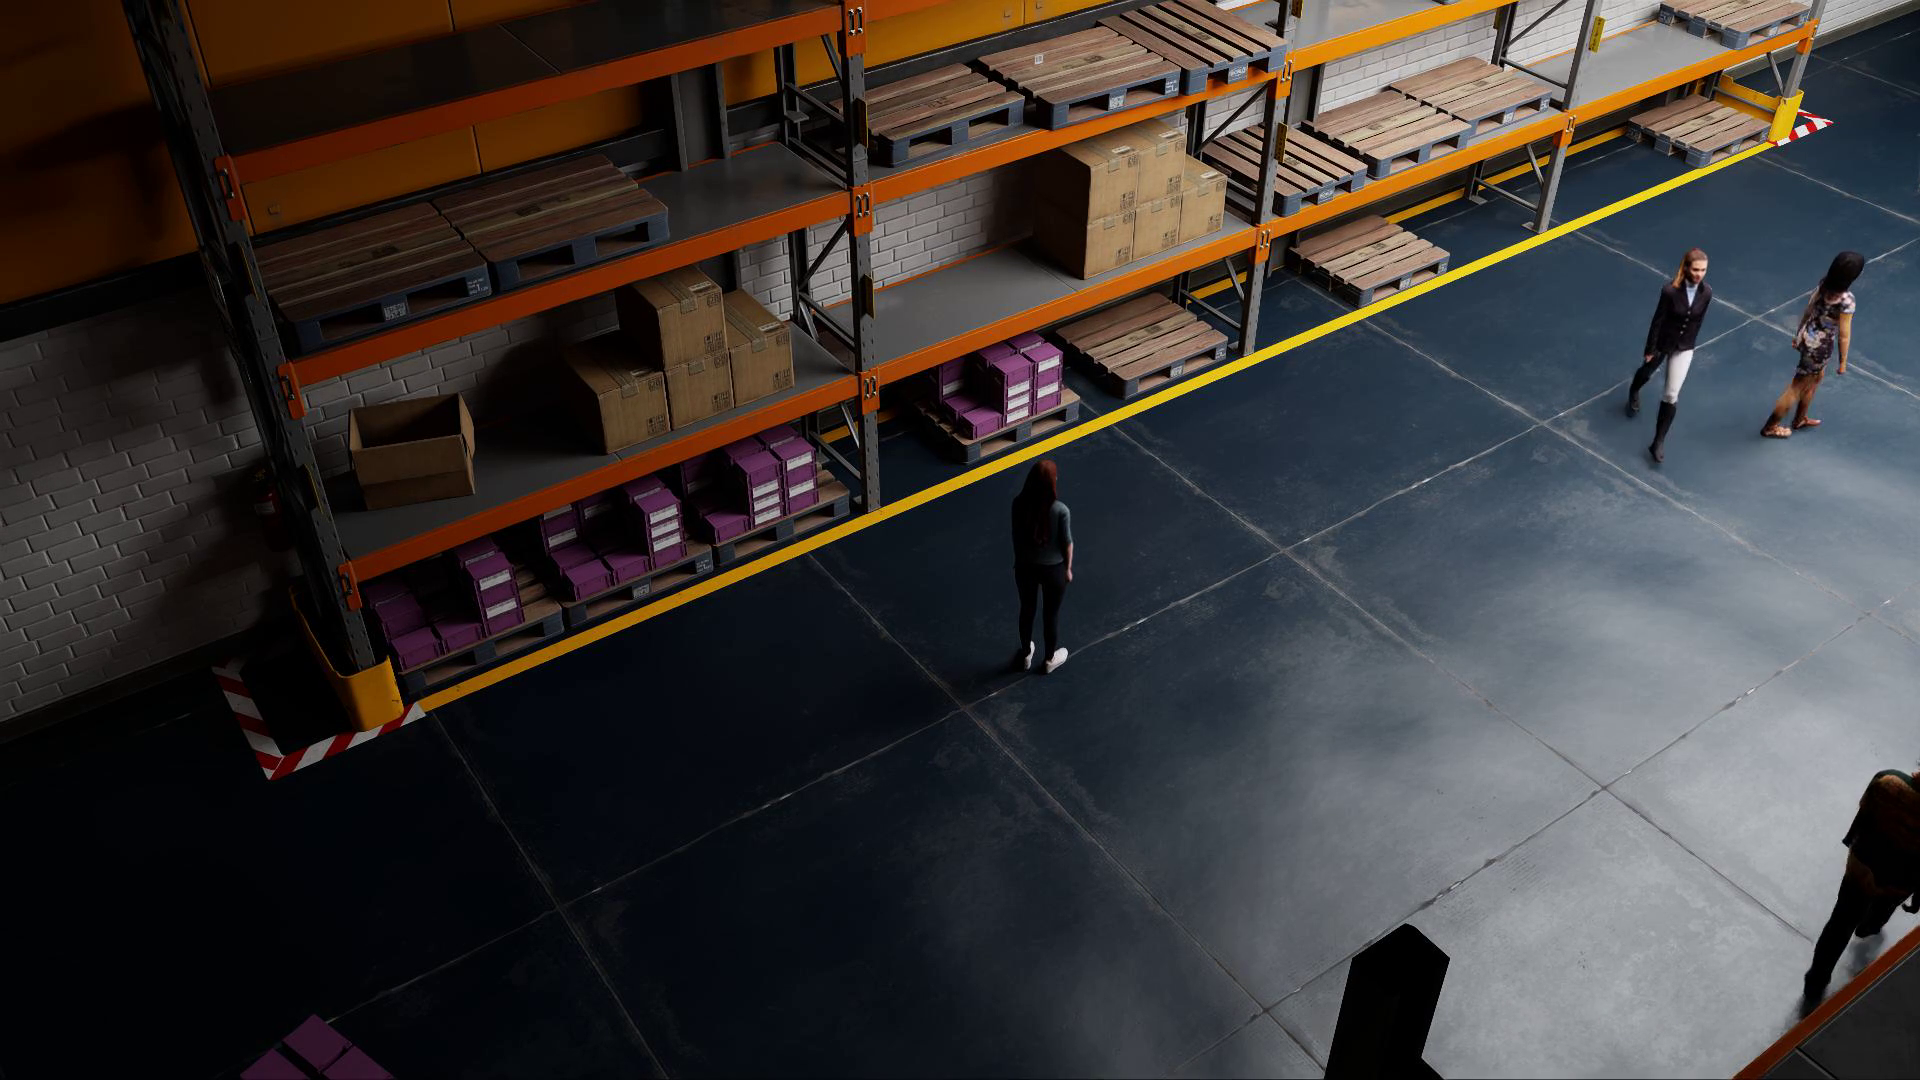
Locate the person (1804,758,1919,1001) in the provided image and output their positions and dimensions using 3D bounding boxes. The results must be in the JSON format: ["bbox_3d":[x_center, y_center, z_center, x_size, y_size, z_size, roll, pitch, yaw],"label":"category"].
[{"bbox_3d":[5.053,1.850,9.149,1.243,1.756,0.827,-31,48,-33],"label":"person"}]

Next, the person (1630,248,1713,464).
[{"bbox_3d":[5.727,-1.587,13.514,1.155,1.681,1.183,4,39,5],"label":"person"}]

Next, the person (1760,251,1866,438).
[{"bbox_3d":[6.824,-1.543,13.428,0.907,1.719,0.825,-3,39,-3],"label":"person"}]

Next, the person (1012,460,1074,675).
[{"bbox_3d":[0.547,0.192,11.237,0.670,1.743,0.702,14,41,17],"label":"person"}]
